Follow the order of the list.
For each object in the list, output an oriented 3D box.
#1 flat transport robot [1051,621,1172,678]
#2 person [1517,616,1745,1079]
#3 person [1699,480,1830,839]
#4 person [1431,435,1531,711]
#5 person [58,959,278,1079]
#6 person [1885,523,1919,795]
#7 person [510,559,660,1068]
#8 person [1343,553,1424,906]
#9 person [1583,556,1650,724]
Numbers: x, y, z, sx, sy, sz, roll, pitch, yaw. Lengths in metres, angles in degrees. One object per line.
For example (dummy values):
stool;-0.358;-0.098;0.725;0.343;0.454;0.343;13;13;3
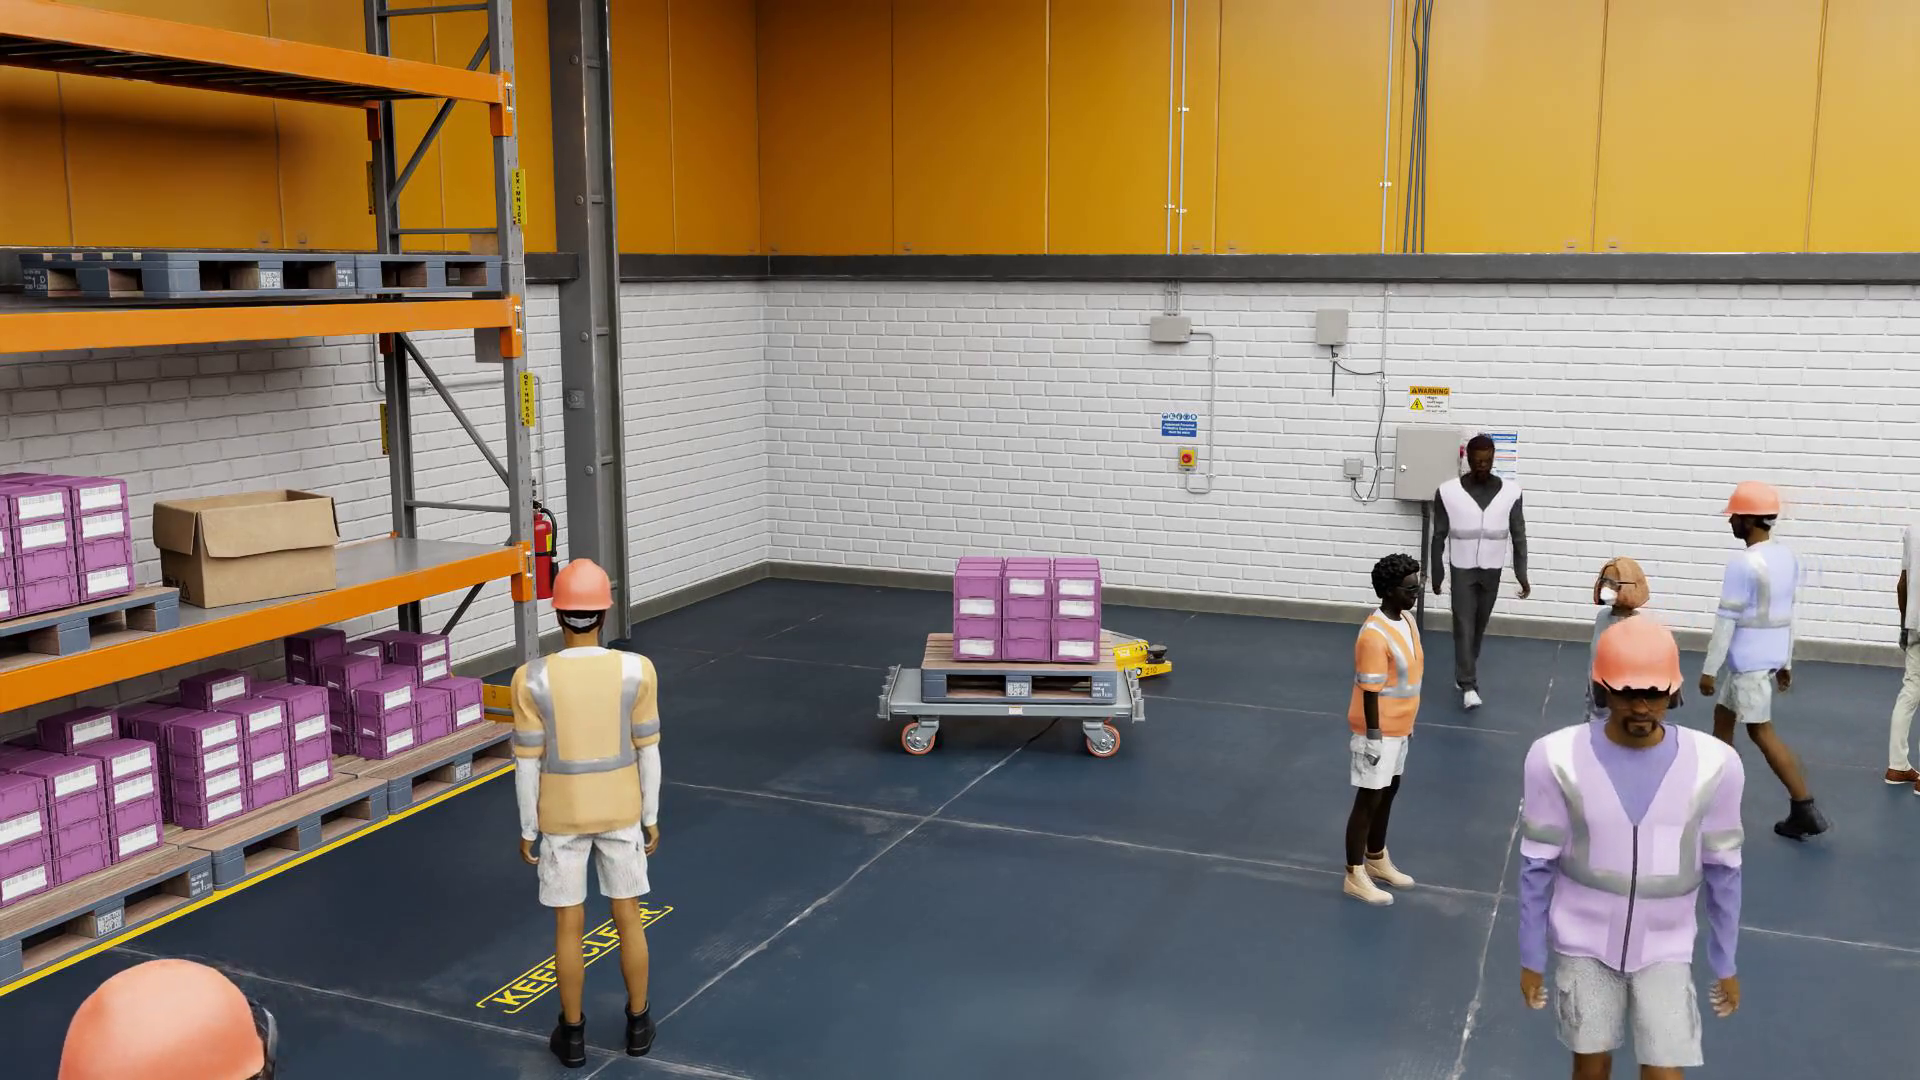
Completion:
flat transport robot;0.883;0.822;12.655;0.652;0.197;1.431;-7;12;-35
person;1.990;1.216;4.959;0.646;2.024;0.437;3;10;17
person;4.287;0.628;8.942;0.562;1.895;0.978;-7;12;-37
person;3.575;0.225;11.414;0.614;1.865;0.978;0;9;1
person;-1.180;1.610;2.534;0.630;2.037;0.450;8;12;39
person;5.609;0.533;9.559;0.325;1.876;0.521;-2;10;-10
person;-1.415;1.034;6.332;0.547;1.937;0.379;-3;10;-17
person;2.031;0.890;7.954;0.321;1.689;0.529;6;11;31
person;3.189;0.886;8.134;0.277;1.636;0.502;-1;9;-5
